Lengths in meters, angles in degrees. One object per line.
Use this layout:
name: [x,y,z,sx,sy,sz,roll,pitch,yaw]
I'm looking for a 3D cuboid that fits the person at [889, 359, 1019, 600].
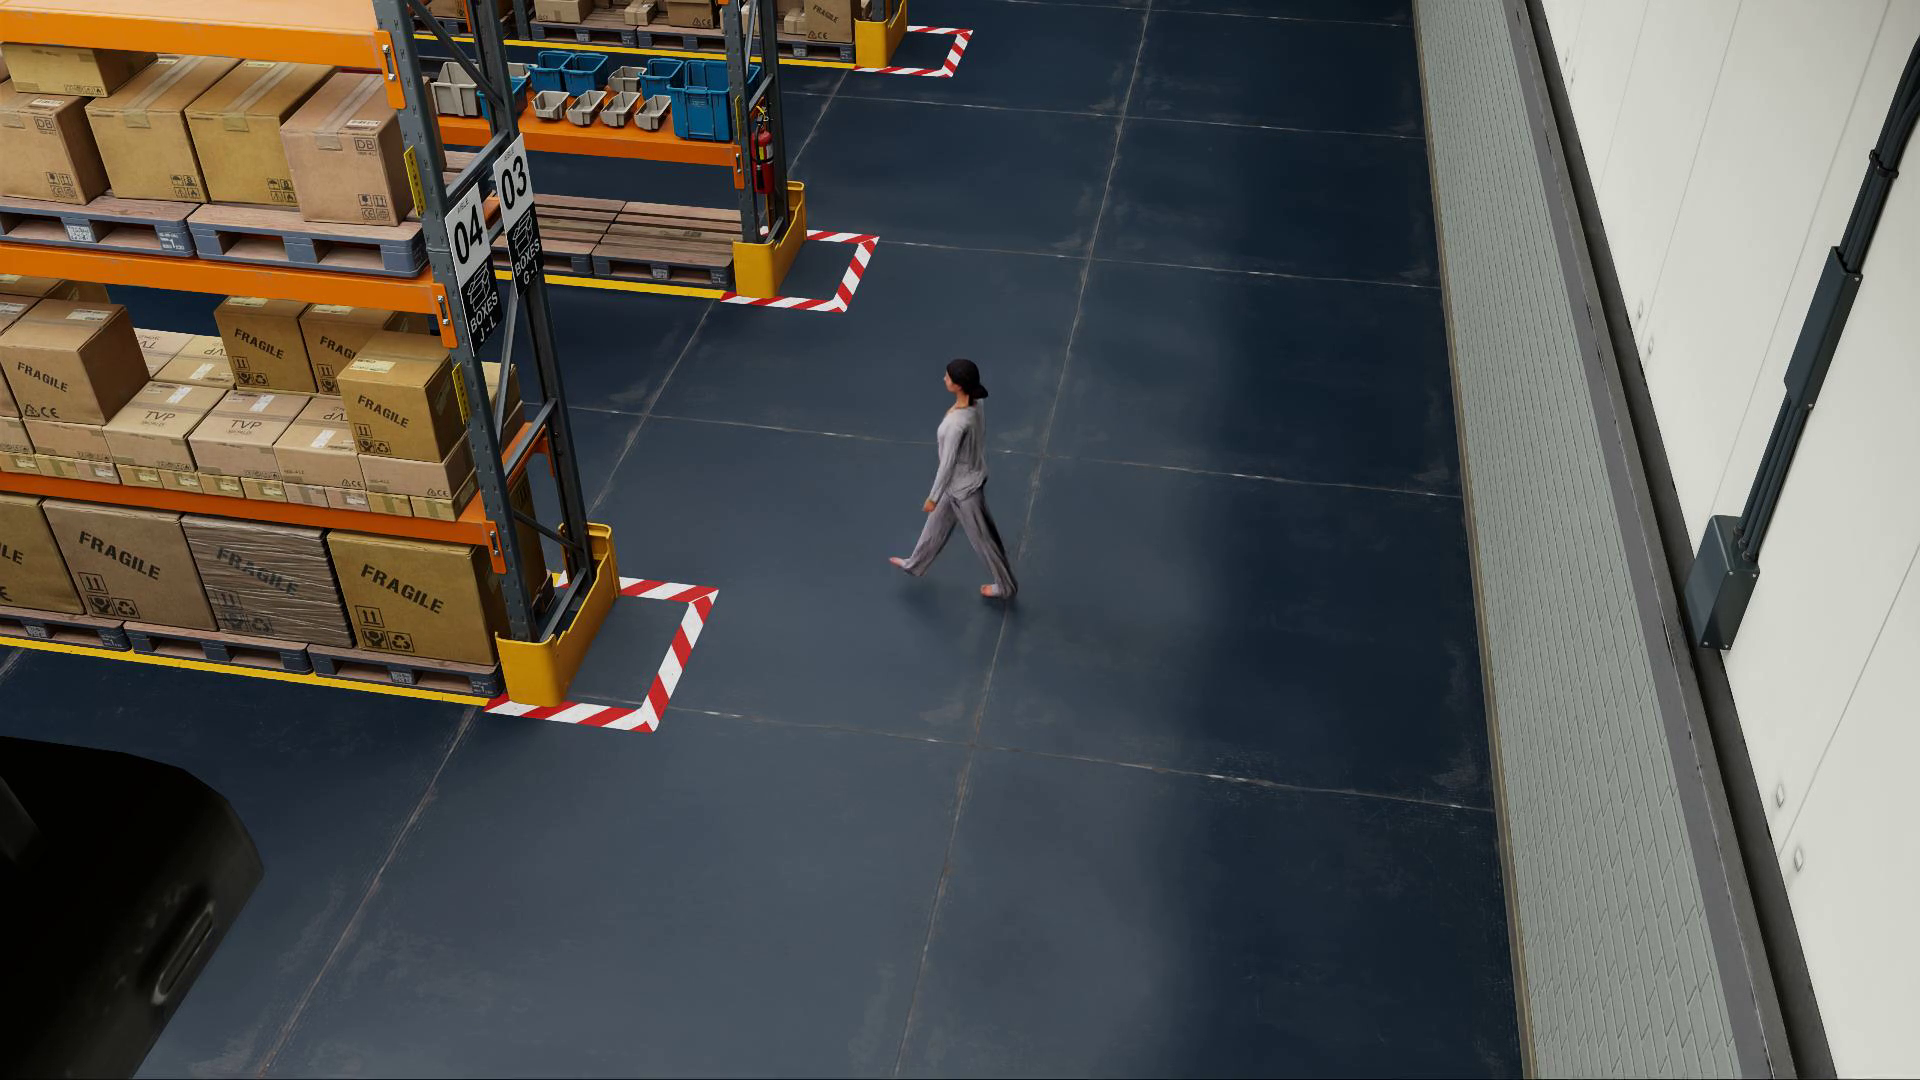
person: [0.115,-0.313,10.273,1.099,1.727,0.664,9,39,11]
